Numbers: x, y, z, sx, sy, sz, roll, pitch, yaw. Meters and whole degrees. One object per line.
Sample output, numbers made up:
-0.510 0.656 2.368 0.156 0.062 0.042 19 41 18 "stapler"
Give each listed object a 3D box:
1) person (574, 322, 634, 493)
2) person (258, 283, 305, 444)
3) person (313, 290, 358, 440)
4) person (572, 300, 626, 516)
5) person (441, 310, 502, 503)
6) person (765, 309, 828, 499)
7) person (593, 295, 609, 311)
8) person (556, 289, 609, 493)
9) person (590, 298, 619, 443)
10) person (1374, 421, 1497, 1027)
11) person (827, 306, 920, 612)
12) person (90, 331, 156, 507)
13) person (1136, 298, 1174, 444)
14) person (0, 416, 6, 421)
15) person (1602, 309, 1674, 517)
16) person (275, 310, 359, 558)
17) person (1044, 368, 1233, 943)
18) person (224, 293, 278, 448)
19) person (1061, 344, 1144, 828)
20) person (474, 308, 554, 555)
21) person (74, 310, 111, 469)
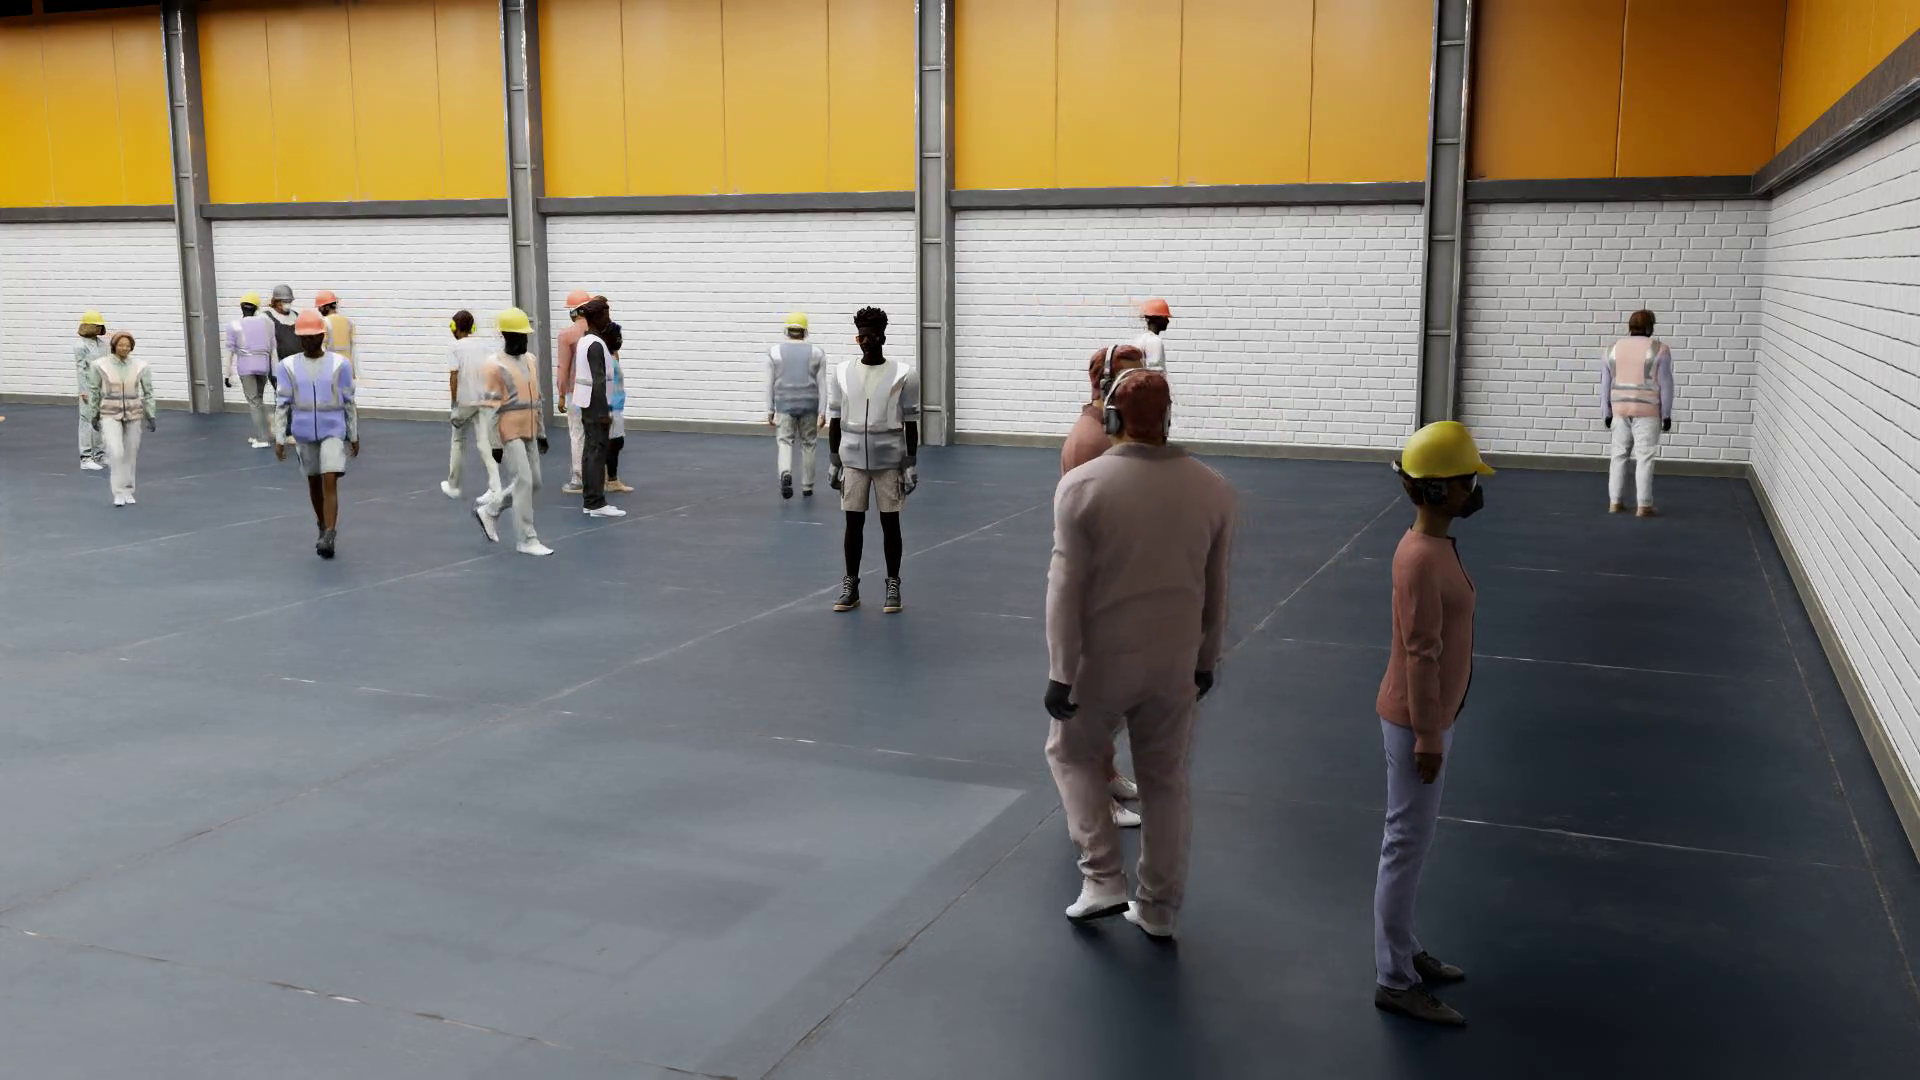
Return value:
-3.456 -1.267 16.115 0.469 1.684 0.534 -2 10 -12 "person"
-8.550 -2.248 20.964 0.833 2.000 0.690 6 11 34 "person"
-7.909 -2.191 21.014 0.553 1.906 0.604 5 11 30 "person"
-3.237 -1.167 14.782 0.392 1.920 0.587 -4 10 -23 "person"
-4.649 -1.254 15.704 0.979 1.789 0.596 7 12 37 "person"
-1.539 -1.255 15.660 0.597 1.818 0.631 -1 9 -3 "person"
-4.570 -2.189 21.200 0.513 1.845 0.340 7 11 35 "person"
-3.691 -1.455 16.327 0.400 1.987 0.619 8 12 41 "person"
-4.282 -1.922 19.595 0.565 1.838 0.387 -6 11 -31 "person"
1.399 0.530 4.954 0.308 1.772 0.525 3 10 17 "person"
-0.561 -0.512 10.667 0.603 1.966 0.367 1 9 8 "person"
-7.684 -1.107 15.321 0.534 1.606 0.685 -8 12 -39 "person"
1.800 -1.415 16.328 0.810 1.912 0.553 -1 9 -3 "person"
-13.946 -2.592 23.656 0.626 1.844 0.429 5 11 30 "person"
6.042 -1.133 14.816 0.429 1.843 0.628 -9 13 -42 "person"
-4.953 -0.820 12.797 0.577 1.883 0.990 -2 10 -13 "person"
0.558 0.383 5.478 0.681 1.887 0.475 -4 10 -22 "person"
-8.702 -2.064 20.329 0.798 1.874 0.613 9 13 42 "person"
0.623 0.173 6.696 0.406 1.911 0.636 2 10 14 "person"
-3.466 -0.836 12.822 0.688 1.905 0.600 3 10 19 "person"
-9.464 -1.642 18.224 0.341 1.735 0.484 1 9 7 "person"
